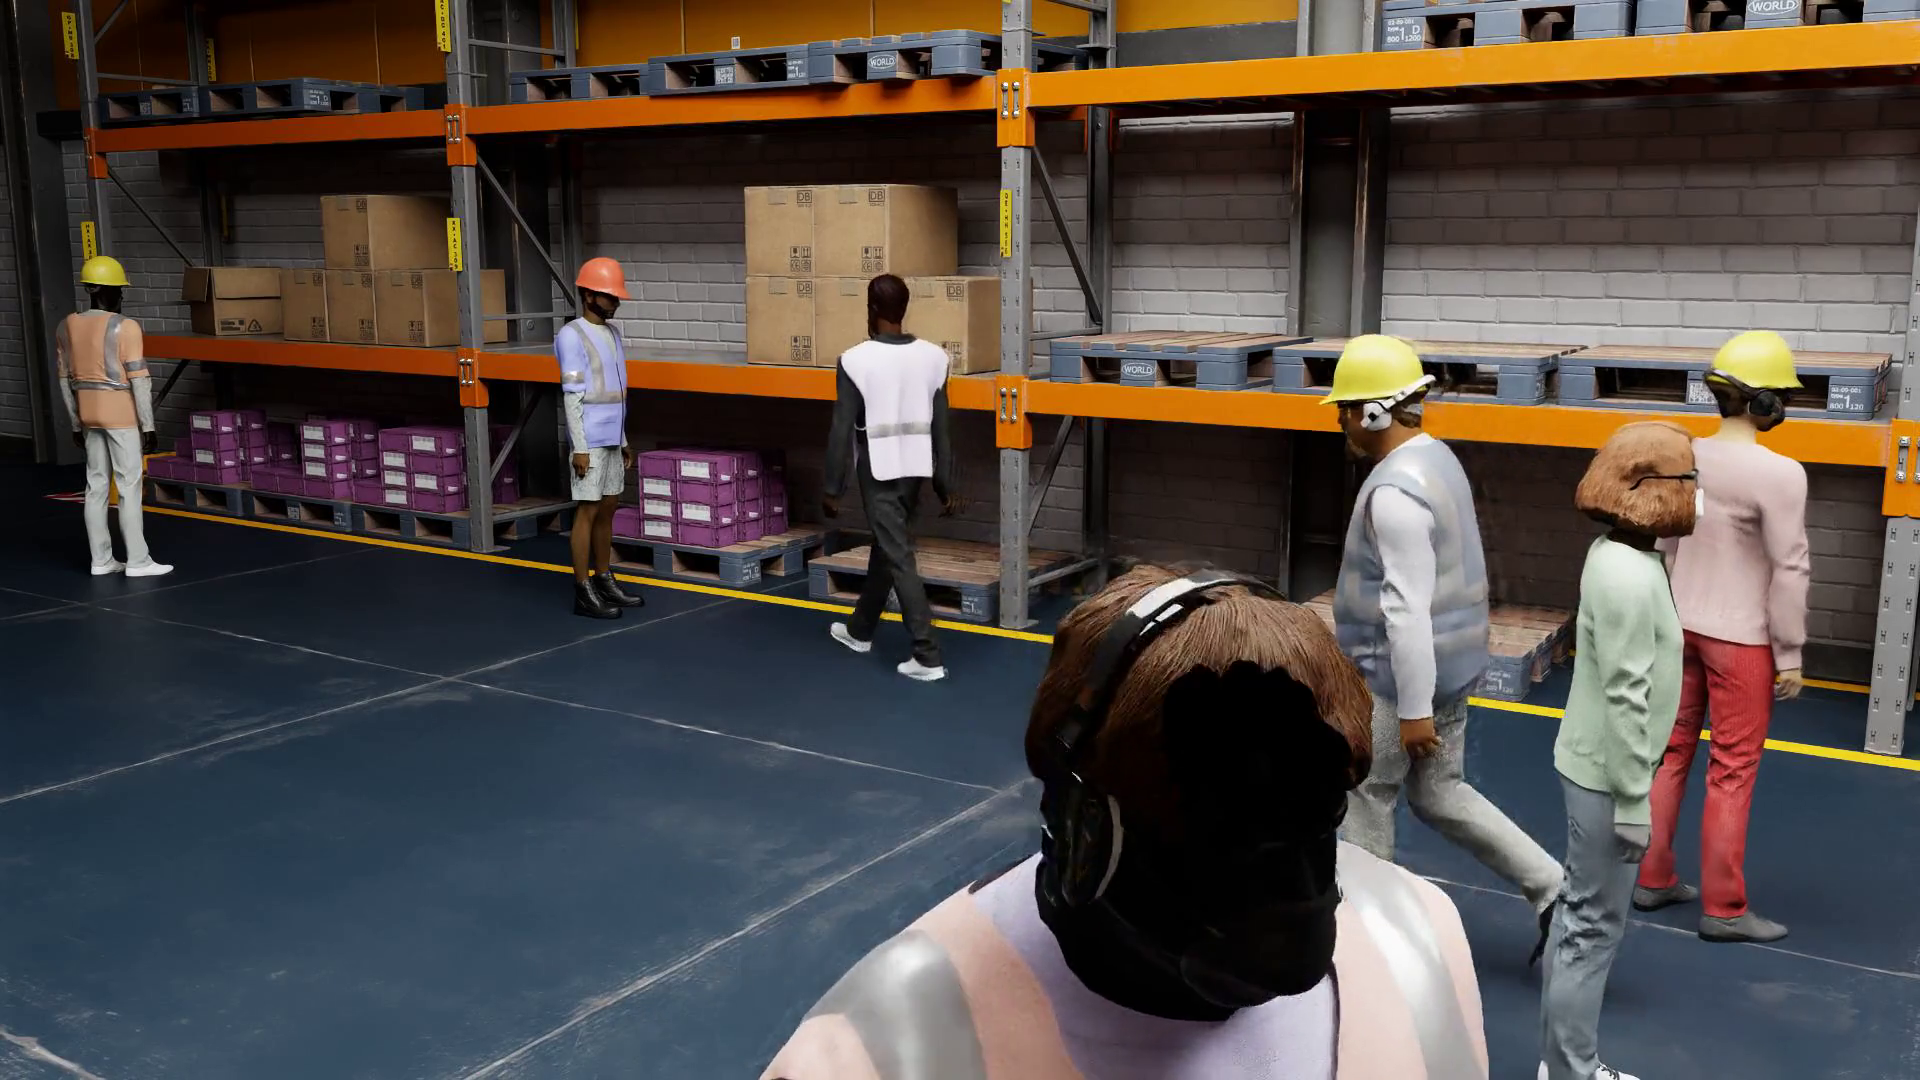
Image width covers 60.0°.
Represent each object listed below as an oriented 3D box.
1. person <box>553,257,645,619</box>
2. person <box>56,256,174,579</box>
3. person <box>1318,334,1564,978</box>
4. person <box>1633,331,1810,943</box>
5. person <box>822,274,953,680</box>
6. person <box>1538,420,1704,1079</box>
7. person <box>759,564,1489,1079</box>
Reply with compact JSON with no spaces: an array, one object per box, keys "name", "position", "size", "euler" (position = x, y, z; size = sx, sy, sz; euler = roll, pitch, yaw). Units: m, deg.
[{"name":"person","position":[-1.931,-0.548,8.975],"size":[0.366,1.931,0.542],"euler":[3,11,15]},{"name":"person","position":[-5.068,-0.723,9.951],"size":[0.594,1.925,0.368],"euler":[3,11,15]},{"name":"person","position":[1.326,0.344,4.472],"size":[0.772,1.787,0.599],"euler":[5,11,27]},{"name":"person","position":[2.238,0.279,4.846],"size":[0.325,1.767,0.533],"euler":[-4,11,-20]},{"name":"person","position":[-0.357,-0.311,7.841],"size":[0.609,1.863,0.993],"euler":[-8,13,-38]},{"name":"person","position":[1.481,0.544,3.737],"size":[0.284,1.636,0.498],"euler":[3,11,19]},{"name":"person","position":[0.125,0.881,1.401],"size":[0.672,1.813,0.768],"euler":[-5,12,-27]}]
